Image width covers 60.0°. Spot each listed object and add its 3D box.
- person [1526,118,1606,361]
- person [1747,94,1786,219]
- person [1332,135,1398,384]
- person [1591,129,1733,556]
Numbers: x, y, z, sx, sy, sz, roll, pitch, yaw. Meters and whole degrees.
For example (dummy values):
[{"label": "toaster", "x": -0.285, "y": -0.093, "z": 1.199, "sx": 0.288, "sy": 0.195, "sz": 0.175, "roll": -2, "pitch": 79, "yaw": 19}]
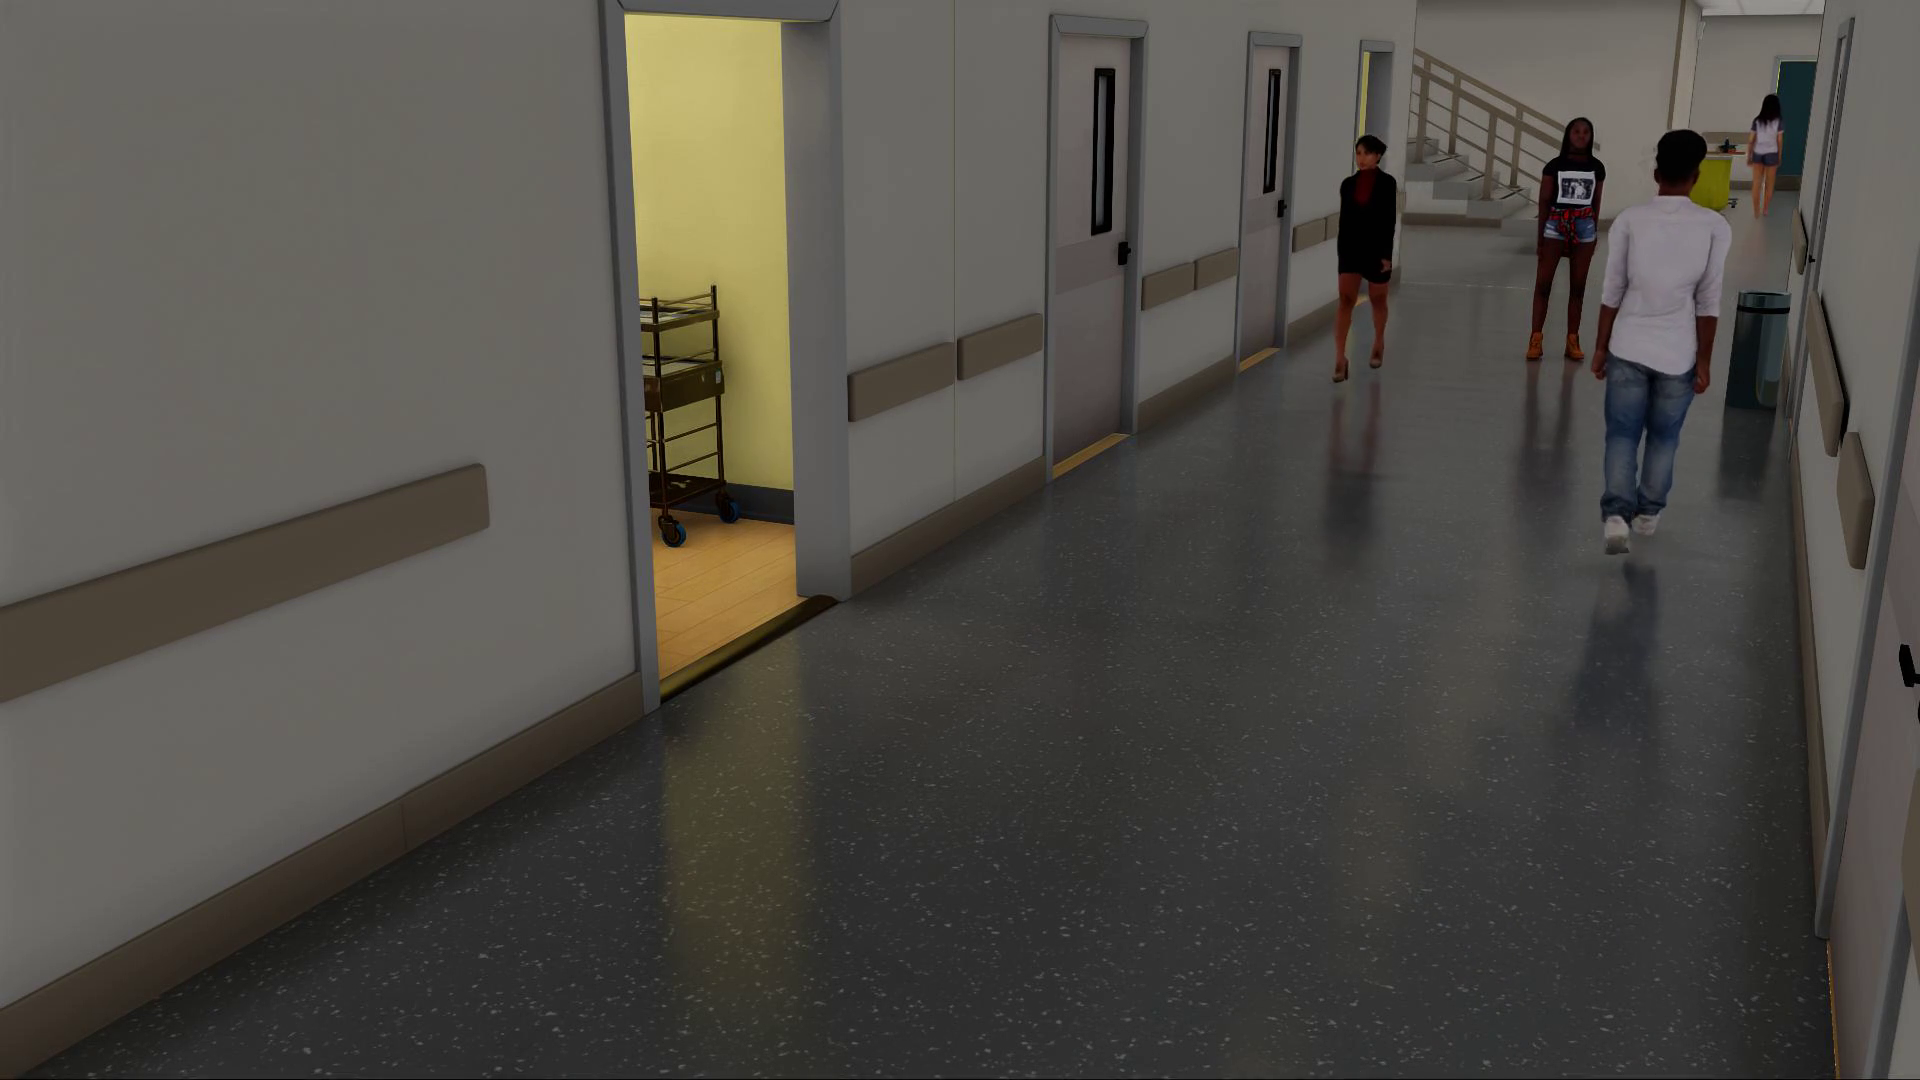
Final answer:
[{"label": "person", "x": 4.408, "y": -2.181, "z": 12.081, "sx": 0.624, "sy": 1.726, "sz": 0.737, "roll": 2, "pitch": 16, "yaw": 8}, {"label": "person", "x": 11.435, "y": -5.430, "z": 23.636, "sx": 0.739, "sy": 1.708, "sz": 0.719, "roll": 9, "pitch": 18, "yaw": 29}, {"label": "person", "x": 2.760, "y": -1.874, "z": 11.222, "sx": 0.946, "sy": 1.600, "sz": 0.617, "roll": 7, "pitch": 17, "yaw": 23}, {"label": "person", "x": 2.934, "y": -0.798, "z": 7.073, "sx": 1.077, "sy": 1.781, "sz": 0.715, "roll": 7, "pitch": 17, "yaw": 22}]
